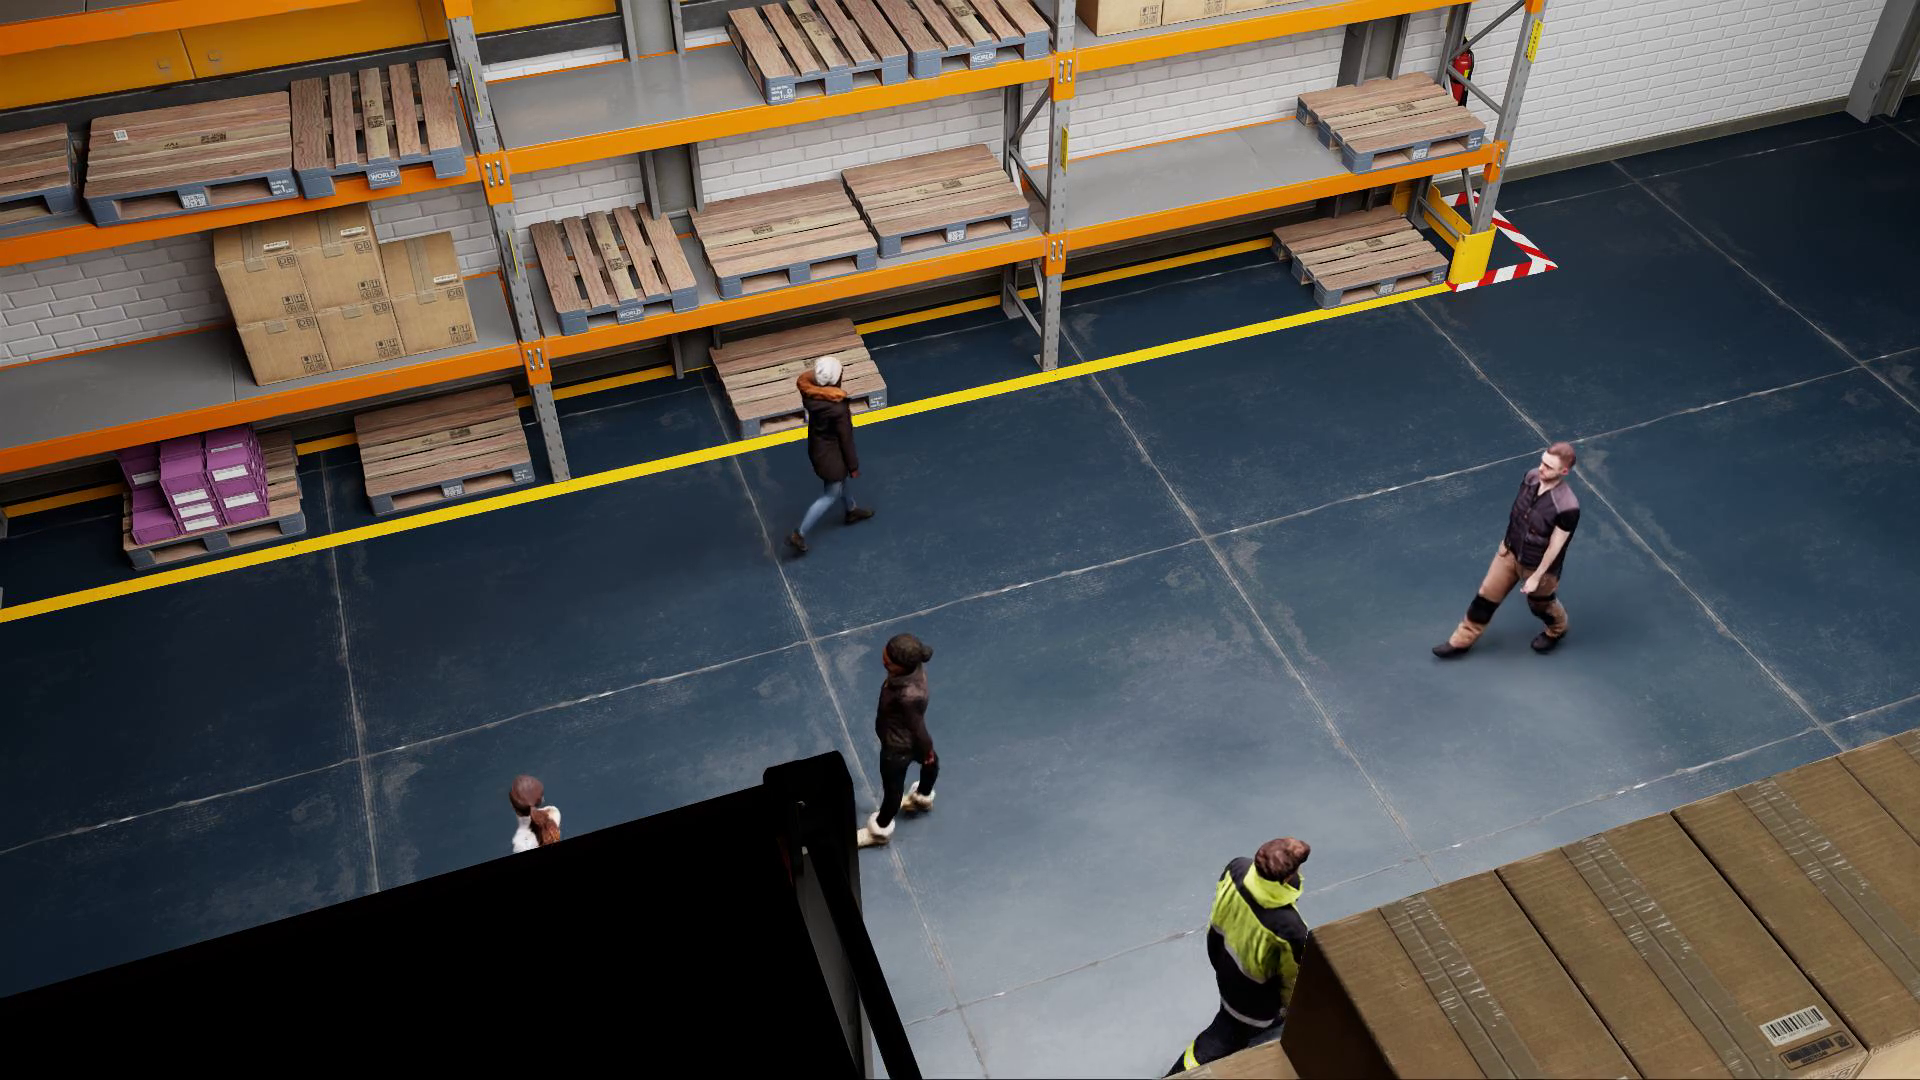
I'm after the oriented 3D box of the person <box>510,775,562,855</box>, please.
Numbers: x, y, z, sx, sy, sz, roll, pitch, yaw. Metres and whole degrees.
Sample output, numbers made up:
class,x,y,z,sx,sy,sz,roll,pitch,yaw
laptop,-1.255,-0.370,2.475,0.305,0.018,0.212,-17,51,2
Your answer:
class,x,y,z,sx,sy,sz,roll,pitch,yaw
person,-2.187,1.882,9.063,0.743,1.538,0.664,20,47,20

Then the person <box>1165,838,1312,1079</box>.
class,x,y,z,sx,sy,sz,roll,pitch,yaw
person,1.403,2.200,8.437,1.255,1.941,0.884,-20,47,-20

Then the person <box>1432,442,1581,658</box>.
class,x,y,z,sx,sy,sz,roll,pitch,yaw
person,3.784,0.098,10.746,1.183,1.800,0.714,-17,46,-17

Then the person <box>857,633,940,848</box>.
class,x,y,z,sx,sy,sz,roll,pitch,yaw
person,-0.471,1.166,9.736,0.890,1.647,0.723,-5,44,-5

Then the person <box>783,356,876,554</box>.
class,x,y,z,sx,sy,sz,roll,pitch,yaw
person,-0.959,-0.577,11.594,1.082,1.608,0.783,-24,49,-23
